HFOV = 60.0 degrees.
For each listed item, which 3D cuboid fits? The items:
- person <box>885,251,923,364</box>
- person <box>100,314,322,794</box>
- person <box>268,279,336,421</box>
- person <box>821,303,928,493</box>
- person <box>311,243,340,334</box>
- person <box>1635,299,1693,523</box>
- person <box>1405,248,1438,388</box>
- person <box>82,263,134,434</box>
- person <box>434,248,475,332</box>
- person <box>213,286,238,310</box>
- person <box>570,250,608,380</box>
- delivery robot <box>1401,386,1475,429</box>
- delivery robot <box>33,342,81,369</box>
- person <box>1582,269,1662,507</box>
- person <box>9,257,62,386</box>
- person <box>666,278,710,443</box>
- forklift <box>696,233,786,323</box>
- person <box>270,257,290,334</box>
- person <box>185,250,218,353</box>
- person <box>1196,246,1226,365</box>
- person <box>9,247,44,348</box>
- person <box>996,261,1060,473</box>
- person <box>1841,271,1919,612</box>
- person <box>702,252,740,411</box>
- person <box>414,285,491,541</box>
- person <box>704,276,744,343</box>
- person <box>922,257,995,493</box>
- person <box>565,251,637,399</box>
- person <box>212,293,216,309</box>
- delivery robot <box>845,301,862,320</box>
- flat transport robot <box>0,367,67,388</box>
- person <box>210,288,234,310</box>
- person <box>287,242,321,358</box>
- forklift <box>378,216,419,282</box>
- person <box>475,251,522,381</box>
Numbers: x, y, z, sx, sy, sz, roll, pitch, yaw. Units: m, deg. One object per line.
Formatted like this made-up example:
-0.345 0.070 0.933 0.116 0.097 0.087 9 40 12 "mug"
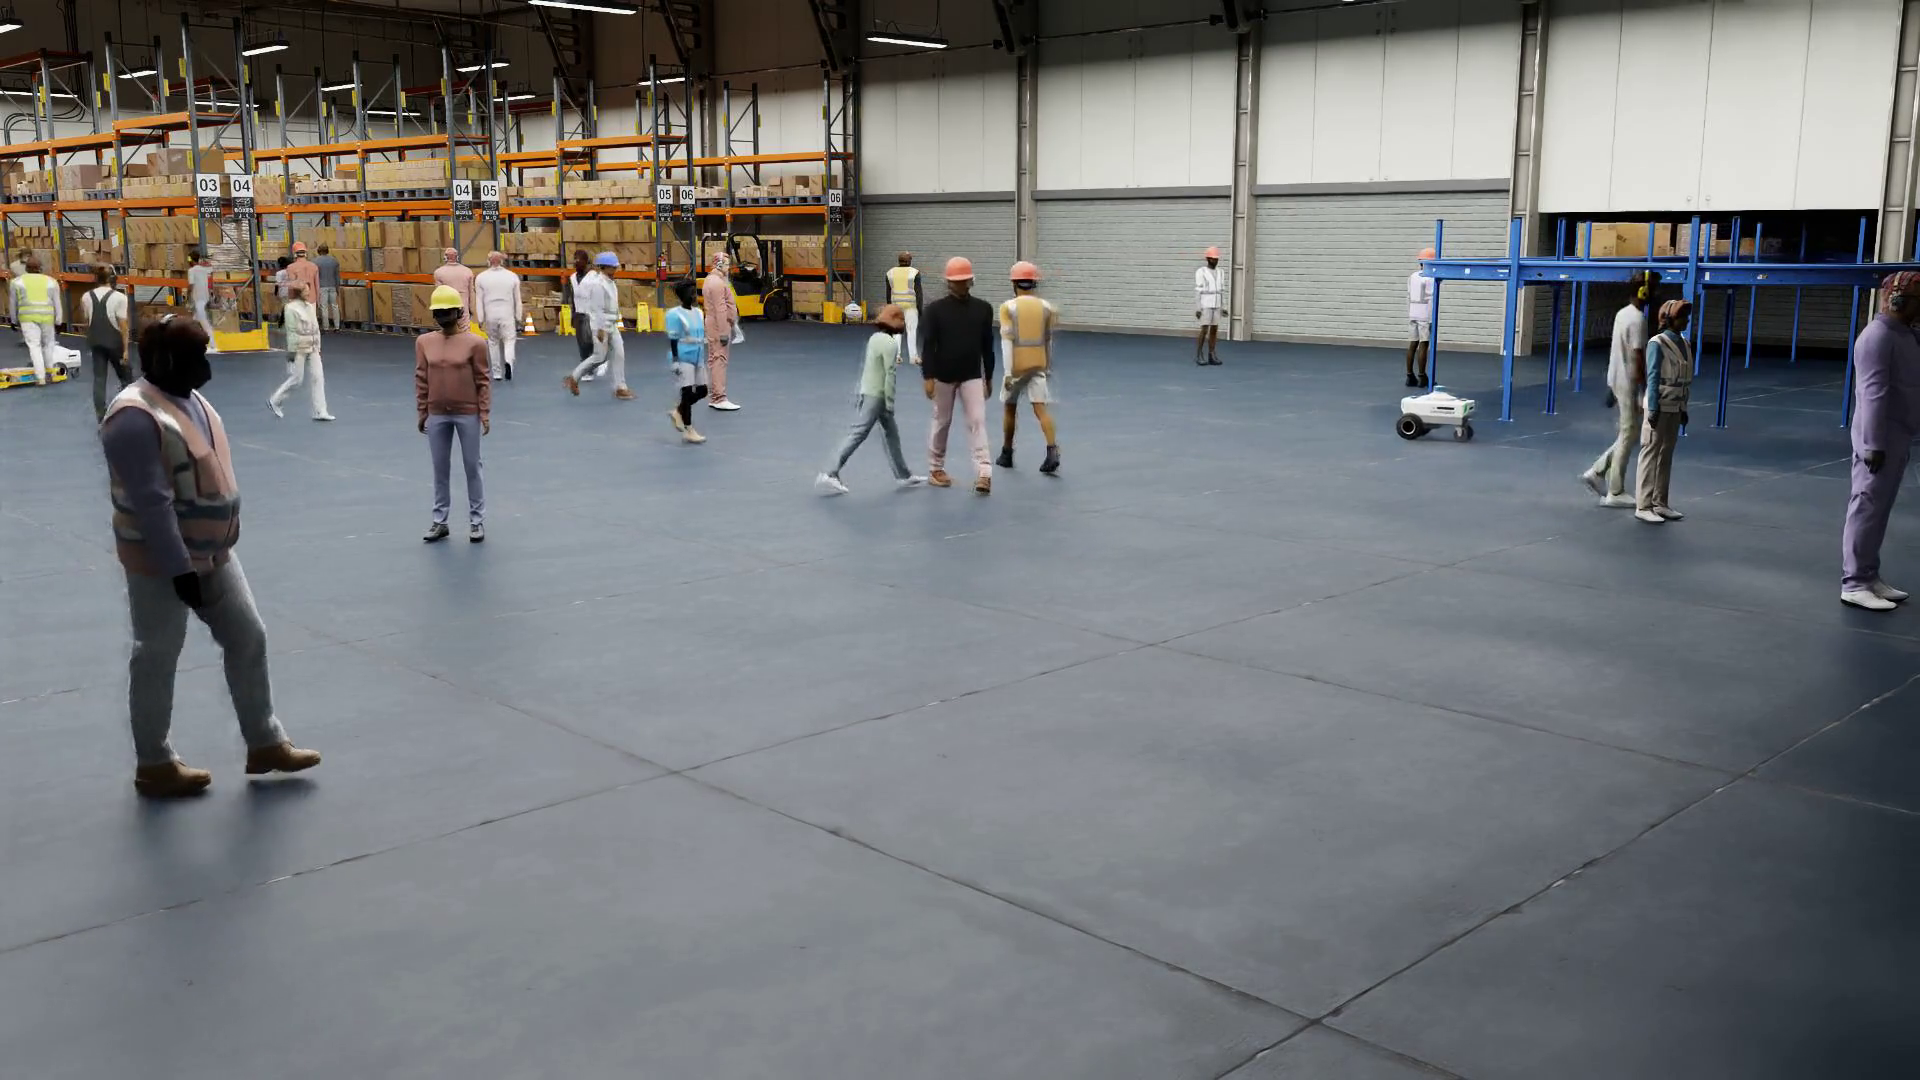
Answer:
-0.905 -3.849 27.559 0.633 1.842 0.429 4 11 19 "person"
-2.827 0.070 6.263 0.796 1.813 0.625 1 10 4 "person"
-7.576 -2.173 19.042 0.708 1.616 0.522 2 11 13 "person"
-0.739 -1.187 13.838 0.951 1.565 0.512 -4 11 -20 "person"
-13.627 -5.400 35.752 0.378 1.940 0.628 9 14 42 "person"
5.239 -0.959 12.348 0.513 1.642 0.311 -9 14 -40 "person"
6.484 -3.113 23.291 0.376 1.934 0.547 -4 11 -21 "person"
-9.191 -2.087 18.046 0.532 1.800 0.911 0 10 -2 "person"
-8.069 -3.697 26.540 0.641 1.913 0.408 -7 12 -33 "person"
-15.294 -5.049 34.659 0.312 1.638 0.512 10 14 43 "person"
-5.484 -3.300 24.395 0.619 1.900 0.464 8 13 37 "person"
5.007 -1.372 17.424 0.707 0.478 0.477 6 12 30 "delivery robot"
-13.369 -2.690 24.614 0.477 0.478 0.707 1 10 8 "delivery robot"
5.230 -1.181 12.994 0.402 1.847 0.491 2 11 12 "person"
-13.143 -3.109 23.661 0.638 1.792 0.968 -7 13 -35 "person"
-2.836 -1.849 17.094 0.493 1.683 0.540 7 12 32 "person"
-5.496 -6.489 41.108 2.313 2.155 1.214 -10 14 -44 "forklift"
-14.367 -5.189 35.386 0.849 1.643 0.545 2 11 10 "person"
-13.814 -4.282 29.956 0.841 1.823 0.556 1 10 6 "person"
4.121 -3.847 27.286 0.552 1.935 0.367 -6 12 -31 "person"
-17.418 -4.529 31.114 0.654 1.897 0.506 -1 10 -6 "person"
0.636 -1.562 14.996 0.565 1.893 0.987 -4 11 -21 "person"
5.314 -0.571 9.506 0.406 1.911 0.639 9 14 39 "person"
-2.917 -2.551 20.311 0.408 1.906 0.638 -4 11 -19 "person"
-3.515 -0.874 11.542 0.525 1.769 0.327 1 10 4 "person"
-4.704 -4.717 32.713 0.926 1.697 0.501 0 10 2 "person"
-0.008 -1.380 13.858 0.635 1.943 0.973 -2 11 -12 "person"
-4.660 -2.774 21.509 0.861 1.908 0.612 3 11 14 "person"
-18.660 -6.352 41.260 1.007 1.837 0.586 10 14 43 "person"
-2.557 -5.479 39.820 0.477 0.478 0.707 -2 10 -10 "delivery robot"
-13.444 -2.312 23.583 0.652 0.197 1.431 2 11 8 "flat transport robot"
-16.307 -5.547 36.751 0.599 1.882 1.017 -8 13 -36 "person"
-11.331 -4.135 28.704 0.388 1.990 0.622 7 12 32 "person"
-17.868 -9.201 54.028 1.873 2.768 1.129 -10 14 -44 "forklift"
-6.697 -3.252 24.162 0.655 1.888 0.713 -3 11 -16 "person"
